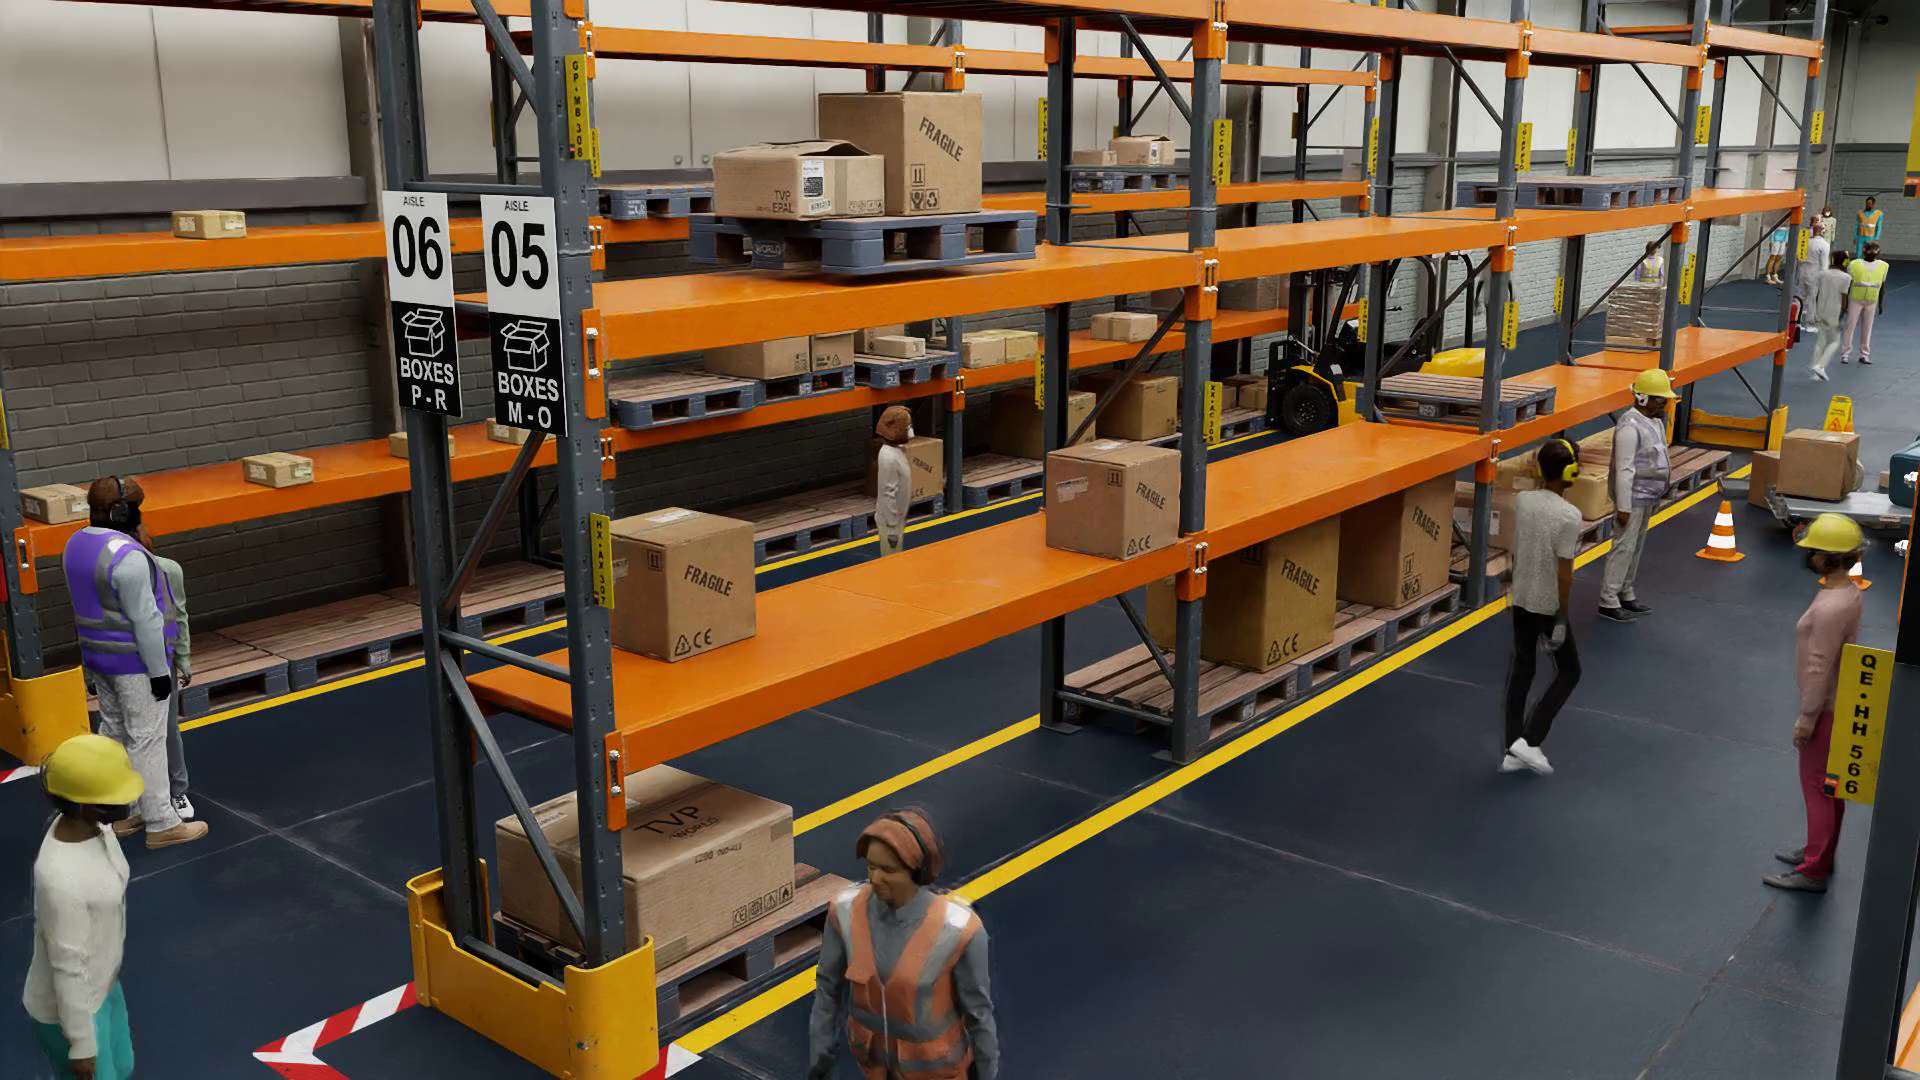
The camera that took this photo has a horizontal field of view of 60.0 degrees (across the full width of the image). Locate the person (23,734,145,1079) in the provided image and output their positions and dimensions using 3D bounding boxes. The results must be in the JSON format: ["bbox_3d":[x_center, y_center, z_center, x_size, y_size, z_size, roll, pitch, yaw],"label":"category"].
[{"bbox_3d":[-2.695,1.393,5.049,0.600,1.727,0.565,-4,14,-16],"label":"person"}]

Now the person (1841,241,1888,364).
[{"bbox_3d":[13.586,-3.569,25.016,0.574,1.849,0.387,3,14,10],"label":"person"}]

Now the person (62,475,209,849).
[{"bbox_3d":[-4.025,0.590,8.090,0.622,1.838,0.429,10,17,34],"label":"person"}]

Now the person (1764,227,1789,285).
[{"bbox_3d":[18.734,-6.857,37.984,0.612,2.041,0.394,-7,16,-27],"label":"person"}]

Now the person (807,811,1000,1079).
[{"bbox_3d":[-0.143,1.514,4.819,0.533,1.601,0.842,8,16,29],"label":"person"}]

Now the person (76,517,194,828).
[{"bbox_3d":[-4.114,0.632,8.329,0.500,1.636,0.284,-7,15,-25],"label":"person"}]

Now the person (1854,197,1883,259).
[{"bbox_3d":[21.750,-7.258,39.873,0.395,1.919,0.590,-11,17,-37],"label":"person"}]

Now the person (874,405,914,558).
[{"bbox_3d":[-0.445,-0.112,11.364,0.277,1.632,0.502,1,14,3],"label":"person"}]

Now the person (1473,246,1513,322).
[{"bbox_3d":[7.910,-3.504,24.717,0.579,1.848,0.760,12,18,41],"label":"person"}]

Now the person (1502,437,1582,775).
[{"bbox_3d":[3.139,0.363,8.973,0.405,1.857,0.505,-7,16,-27],"label":"person"}]

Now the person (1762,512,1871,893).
[{"bbox_3d":[3.937,0.741,7.623,0.321,1.768,0.524,10,17,35],"label":"person"}]

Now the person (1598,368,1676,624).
[{"bbox_3d":[4.818,-0.316,11.818,0.404,1.824,0.597,10,17,36],"label":"person"}]

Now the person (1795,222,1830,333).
[{"bbox_3d":[14.878,-4.574,29.002,0.394,1.899,0.641,-4,14,-17],"label":"person"}]

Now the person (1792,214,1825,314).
[{"bbox_3d":[16.289,-5.278,31.866,0.399,1.899,0.646,-4,14,-14],"label":"person"}]

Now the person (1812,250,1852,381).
[{"bbox_3d":[12.146,-3.124,23.216,0.441,1.843,0.515,-8,16,-31],"label":"person"}]

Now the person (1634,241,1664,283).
[{"bbox_3d":[11.716,-4.278,28.337,0.517,1.632,0.313,-2,14,-7],"label":"person"}]

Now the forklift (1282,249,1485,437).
[{"bbox_3d":[4.886,-2.214,18.767,2.313,2.155,1.214,11,18,38],"label":"forklift"}]
